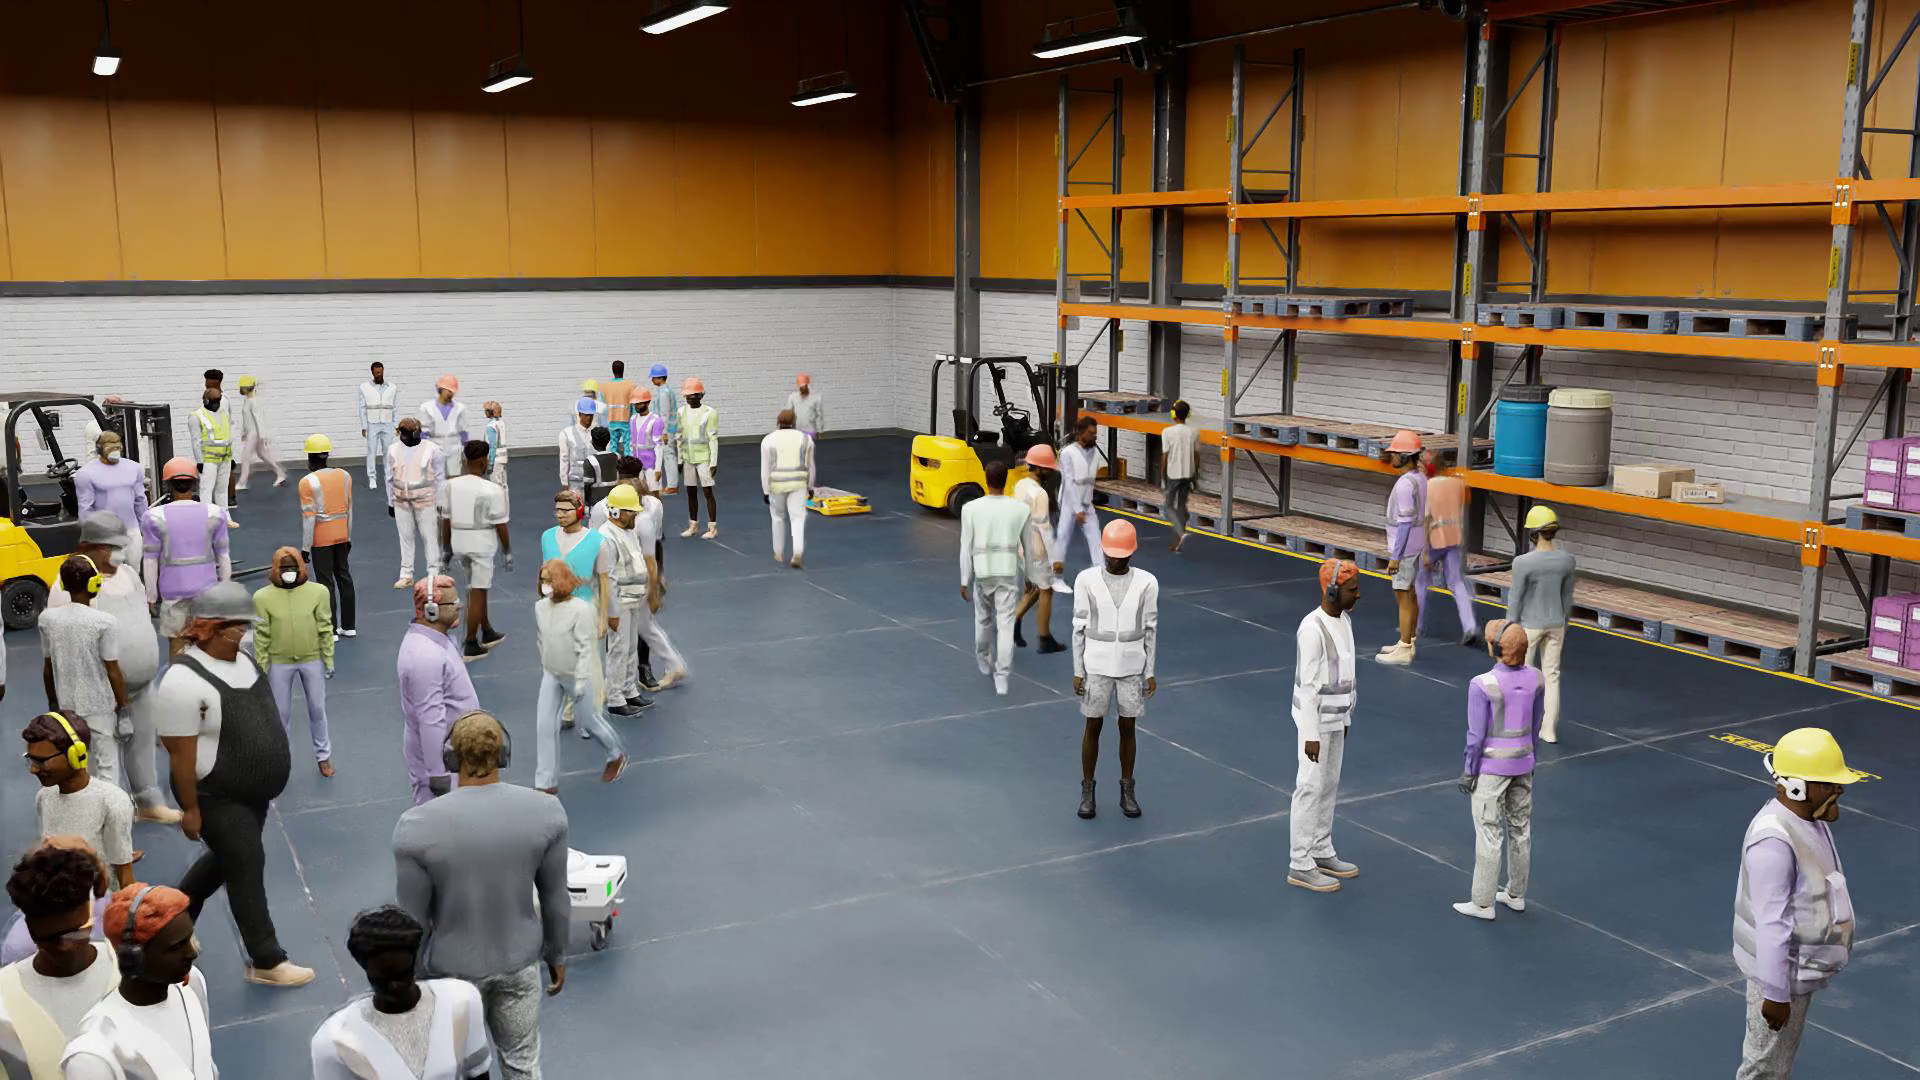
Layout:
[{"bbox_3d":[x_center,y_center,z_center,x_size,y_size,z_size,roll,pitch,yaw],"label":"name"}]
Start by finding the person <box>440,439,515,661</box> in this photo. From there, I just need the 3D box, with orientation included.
[{"bbox_3d":[-4.218,0.061,14.785,0.644,1.936,0.840,4,11,24],"label":"person"}]

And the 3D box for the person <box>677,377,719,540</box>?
[{"bbox_3d":[-3.283,-1.006,20.696,0.603,2.034,0.417,5,11,27],"label":"person"}]

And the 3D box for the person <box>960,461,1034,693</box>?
[{"bbox_3d":[0.309,0.275,13.788,0.620,1.861,1.016,0,10,-2],"label":"person"}]

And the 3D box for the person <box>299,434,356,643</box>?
[{"bbox_3d":[-5.820,-0.013,15.262,0.374,1.928,0.584,4,11,24],"label":"person"}]

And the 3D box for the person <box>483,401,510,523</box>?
[{"bbox_3d":[-6.086,-1.007,21.812,0.306,1.639,0.524,0,10,0],"label":"person"}]

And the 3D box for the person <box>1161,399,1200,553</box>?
[{"bbox_3d":[2.621,-0.735,19.636,0.516,1.856,0.551,-3,10,-15],"label":"person"}]

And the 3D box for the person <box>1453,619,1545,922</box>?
[{"bbox_3d":[2.903,1.229,8.927,0.517,1.645,0.308,-5,11,-28],"label":"person"}]

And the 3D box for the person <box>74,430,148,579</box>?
[{"bbox_3d":[-7.926,-0.071,15.609,0.385,1.929,0.635,7,12,37],"label":"person"}]

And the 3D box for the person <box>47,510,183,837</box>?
[{"bbox_3d":[-5.143,0.816,10.162,0.602,2.000,0.699,2,10,14],"label":"person"}]

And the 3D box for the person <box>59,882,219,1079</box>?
[{"bbox_3d":[-2.226,1.857,4.640,0.357,1.880,0.574,1,10,3],"label":"person"}]

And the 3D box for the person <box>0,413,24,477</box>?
[{"bbox_3d":[-12.027,-0.948,20.828,0.311,1.864,0.533,8,13,39],"label":"person"}]

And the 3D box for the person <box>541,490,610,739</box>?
[{"bbox_3d":[-2.839,0.540,12.311,0.563,1.847,0.389,4,11,20],"label":"person"}]

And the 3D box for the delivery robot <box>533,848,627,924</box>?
[{"bbox_3d":[-2.100,1.779,8.623,0.707,0.478,0.477,0,10,2],"label":"delivery robot"}]

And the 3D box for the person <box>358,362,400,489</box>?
[{"bbox_3d":[-8.830,-1.752,25.297,0.587,1.920,0.390,-8,12,-37],"label":"person"}]

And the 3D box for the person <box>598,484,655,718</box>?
[{"bbox_3d":[-2.601,0.469,12.818,0.403,1.816,0.603,1,10,5],"label":"person"}]

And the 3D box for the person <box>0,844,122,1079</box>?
[{"bbox_3d":[-2.506,1.812,4.758,0.660,1.952,0.402,-8,13,-38],"label":"person"}]

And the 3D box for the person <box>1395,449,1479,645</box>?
[{"bbox_3d":[4.412,0.064,15.229,0.601,1.802,0.893,-5,11,-27],"label":"person"}]

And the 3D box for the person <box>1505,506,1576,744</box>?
[{"bbox_3d":[4.189,0.626,12.085,0.530,1.761,0.322,-3,10,-14],"label":"person"}]

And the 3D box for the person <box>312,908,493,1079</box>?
[{"bbox_3d":[-1.719,1.880,5.124,0.534,1.663,0.777,-8,13,-39],"label":"person"}]

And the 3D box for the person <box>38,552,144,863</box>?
[{"bbox_3d":[-5.050,1.000,9.636,0.516,1.861,0.321,2,10,11],"label":"person"}]

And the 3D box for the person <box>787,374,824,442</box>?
[{"bbox_3d":[-2.423,-1.709,25.734,0.550,1.683,0.949,2,10,13],"label":"person"}]

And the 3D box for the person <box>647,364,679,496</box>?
[{"bbox_3d":[-4.375,-1.626,24.558,0.430,1.935,0.615,-1,10,-8],"label":"person"}]

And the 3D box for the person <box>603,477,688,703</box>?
[{"bbox_3d":[-2.608,0.377,13.387,0.923,1.811,0.527,-5,11,-28],"label":"person"}]

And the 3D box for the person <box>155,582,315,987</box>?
[{"bbox_3d":[-3.674,1.155,8.215,0.956,2.000,0.675,2,10,9],"label":"person"}]

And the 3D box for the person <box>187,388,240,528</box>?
[{"bbox_3d":[-9.589,-1.036,21.420,0.429,1.838,0.621,4,11,21],"label":"person"}]

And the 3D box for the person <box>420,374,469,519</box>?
[{"bbox_3d":[-6.695,-1.164,21.628,0.625,2.022,0.653,-4,11,-24],"label":"person"}]

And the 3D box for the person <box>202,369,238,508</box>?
[{"bbox_3d":[-10.340,-1.419,23.281,0.374,1.960,0.606,-5,11,-26],"label":"person"}]

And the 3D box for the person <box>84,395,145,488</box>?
[{"bbox_3d":[-9.945,-0.761,19.642,0.641,1.905,0.410,-8,12,-37],"label":"person"}]

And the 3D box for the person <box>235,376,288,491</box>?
[{"bbox_3d":[-10.647,-1.629,25.161,0.896,1.727,0.538,-7,12,-35],"label":"person"}]

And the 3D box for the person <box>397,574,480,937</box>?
[{"bbox_3d":[-2.732,1.123,8.781,0.399,1.909,0.642,-3,10,-17],"label":"person"}]

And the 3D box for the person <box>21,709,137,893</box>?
[{"bbox_3d":[-3.377,1.556,6.448,0.534,1.855,0.345,5,11,25],"label":"person"}]

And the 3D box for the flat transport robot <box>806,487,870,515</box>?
[{"bbox_3d":[-1.880,-0.559,23.174,0.652,0.197,1.431,-6,12,-32],"label":"flat transport robot"}]

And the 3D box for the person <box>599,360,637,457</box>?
[{"bbox_3d":[-5.253,-1.812,25.680,0.590,1.911,0.401,1,10,3],"label":"person"}]

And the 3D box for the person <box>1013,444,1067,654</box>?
[{"bbox_3d":[0.686,0.087,14.761,0.530,1.908,0.585,-3,10,-17],"label":"person"}]

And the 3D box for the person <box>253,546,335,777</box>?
[{"bbox_3d":[-4.497,0.836,11.259,0.500,1.623,0.305,-5,11,-25],"label":"person"}]

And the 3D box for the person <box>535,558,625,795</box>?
[{"bbox_3d":[-2.566,0.891,10.995,0.496,1.600,0.798,5,11,27],"label":"person"}]

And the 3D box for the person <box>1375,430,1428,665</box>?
[{"bbox_3d":[3.847,0.067,14.468,0.375,2.044,0.605,5,11,26],"label":"person"}]

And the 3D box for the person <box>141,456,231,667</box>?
[{"bbox_3d":[-5.911,0.376,12.739,0.611,2.032,0.411,-7,12,-34],"label":"person"}]

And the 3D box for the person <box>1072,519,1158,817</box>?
[{"bbox_3d":[0.981,0.811,10.522,0.542,1.927,0.379,0,10,-1],"label":"person"}]

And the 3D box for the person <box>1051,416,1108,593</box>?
[{"bbox_3d":[1.315,-0.337,17.272,0.591,1.869,0.976,-9,13,-42],"label":"person"}]

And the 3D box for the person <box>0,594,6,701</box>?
[{"bbox_3d":[-6.307,0.824,10.490,0.553,1.915,0.670,-4,10,-20],"label":"person"}]

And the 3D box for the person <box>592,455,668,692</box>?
[{"bbox_3d":[-2.663,0.280,13.466,0.614,1.962,0.362,-6,12,-32],"label":"person"}]

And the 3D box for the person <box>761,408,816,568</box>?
[{"bbox_3d":[-1.955,-0.601,19.007,0.631,1.804,0.891,-2,10,-11],"label":"person"}]

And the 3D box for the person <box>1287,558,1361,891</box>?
[{"bbox_3d":[2.066,1.031,9.398,0.359,1.880,0.576,6,12,33],"label":"person"}]

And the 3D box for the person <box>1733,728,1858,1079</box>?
[{"bbox_3d":[3.131,1.597,6.269,0.404,1.833,0.588,7,12,34],"label":"person"}]

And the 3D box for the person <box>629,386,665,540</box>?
[{"bbox_3d":[-3.896,-0.935,20.574,0.544,1.930,0.389,7,12,36],"label":"person"}]

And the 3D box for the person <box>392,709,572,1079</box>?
[{"bbox_3d":[-1.746,1.574,6.147,0.636,1.928,0.387,-5,11,-28],"label":"person"}]

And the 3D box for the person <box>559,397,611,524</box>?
[{"bbox_3d":[-4.262,-0.664,18.995,0.609,1.942,0.408,-5,11,-27],"label":"person"}]

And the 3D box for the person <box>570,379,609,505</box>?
[{"bbox_3d":[-5.264,-1.392,23.659,0.597,1.779,0.965,1,10,5],"label":"person"}]

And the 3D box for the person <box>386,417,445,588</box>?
[{"bbox_3d":[-5.793,-0.389,17.682,0.630,1.839,0.429,1,10,5],"label":"person"}]

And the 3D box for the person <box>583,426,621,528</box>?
[{"bbox_3d":[-3.890,-0.401,18.188,0.321,1.689,0.530,9,13,42],"label":"person"}]

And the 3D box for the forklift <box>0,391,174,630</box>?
[{"bbox_3d":[-9.026,-0.363,16.508,1.214,2.155,2.313,6,11,29],"label":"forklift"}]

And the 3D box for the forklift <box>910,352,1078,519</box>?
[{"bbox_3d":[0.460,-1.461,22.833,2.313,2.155,1.214,-5,11,-28],"label":"forklift"}]

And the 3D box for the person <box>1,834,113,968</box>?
[{"bbox_3d":[-3.085,1.793,5.834,0.808,1.584,0.515,3,10,15],"label":"person"}]
